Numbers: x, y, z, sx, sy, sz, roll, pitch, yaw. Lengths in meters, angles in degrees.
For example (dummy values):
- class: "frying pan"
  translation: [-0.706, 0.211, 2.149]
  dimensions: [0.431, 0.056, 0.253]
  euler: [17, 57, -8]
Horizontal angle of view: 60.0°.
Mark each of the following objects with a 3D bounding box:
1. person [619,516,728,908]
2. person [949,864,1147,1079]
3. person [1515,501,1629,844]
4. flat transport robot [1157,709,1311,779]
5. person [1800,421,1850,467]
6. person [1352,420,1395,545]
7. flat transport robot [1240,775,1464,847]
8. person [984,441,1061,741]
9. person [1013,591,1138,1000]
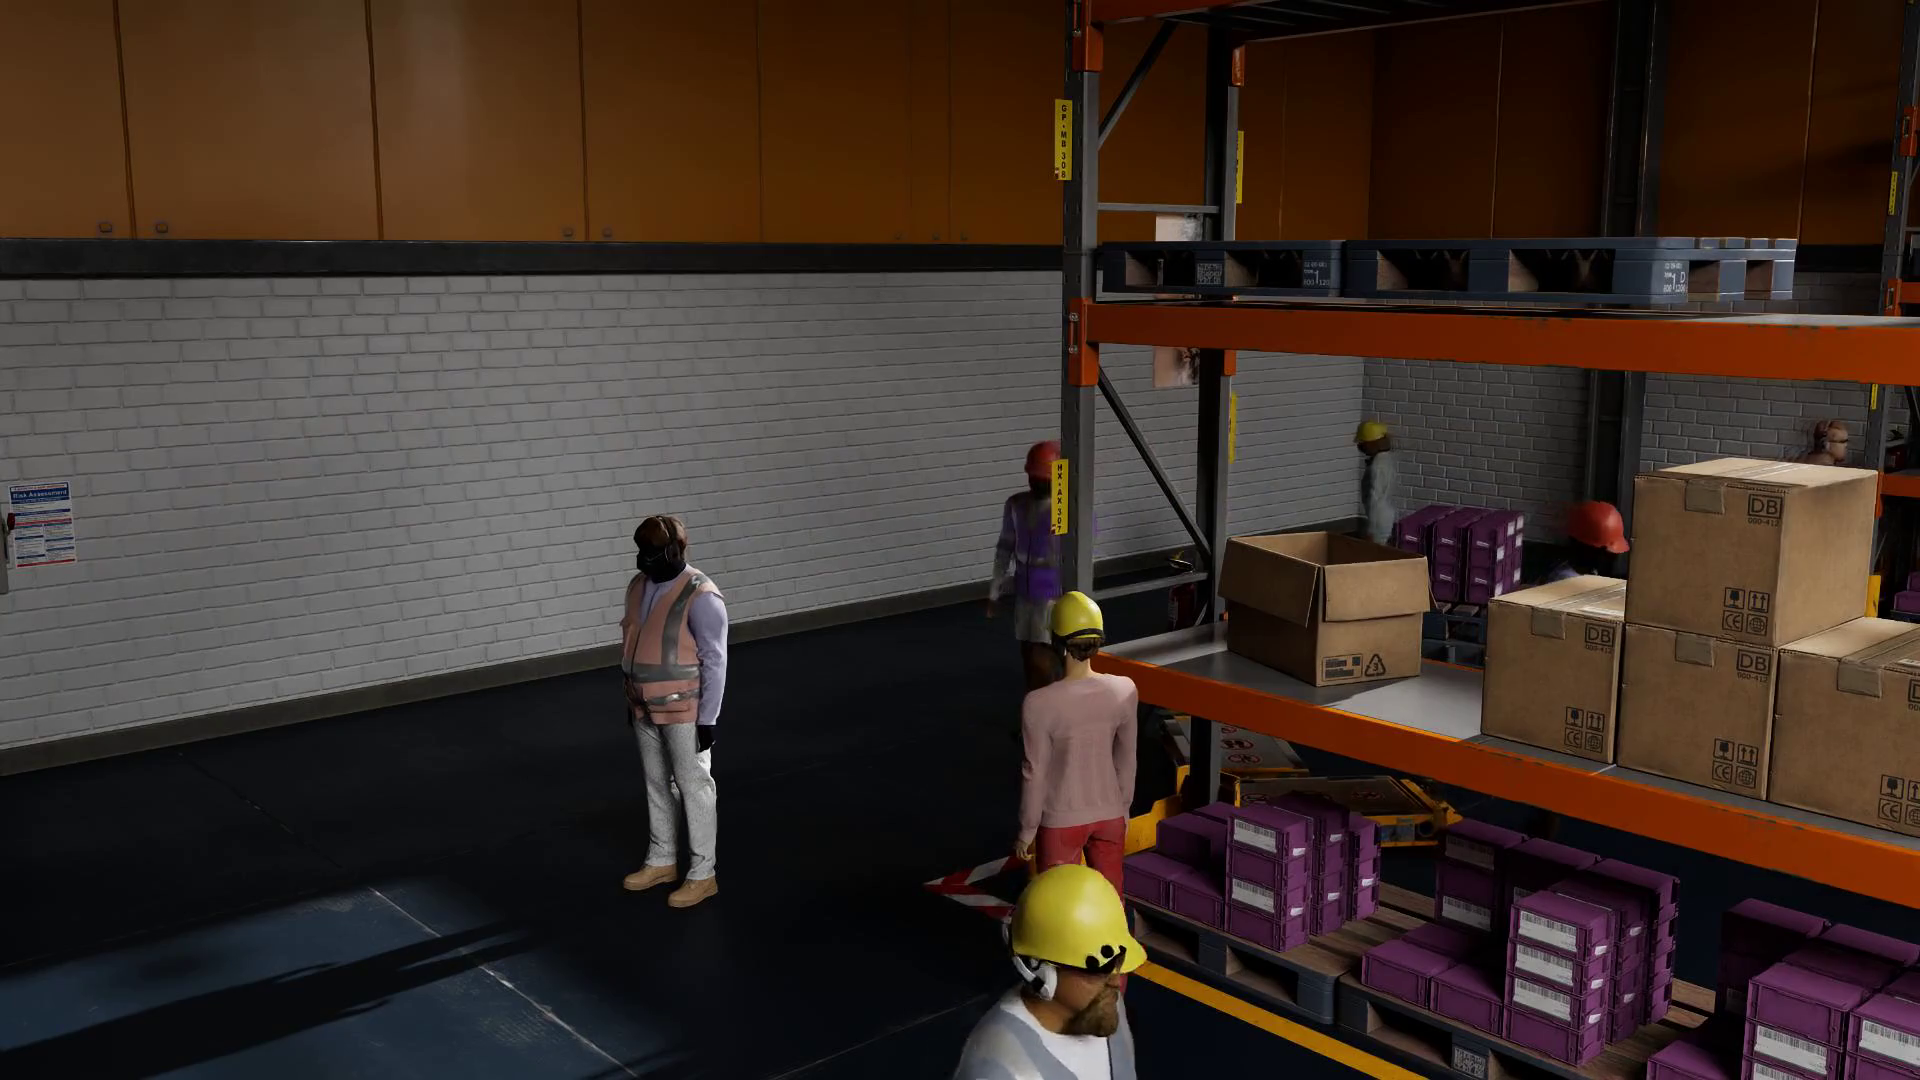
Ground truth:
- class: "person"
  translation: [-1.368, 0.794, 7.814]
  dimensions: [0.634, 1.841, 0.429]
  euler: [9, 13, 41]
- class: "person"
  translation: [0.278, 1.558, 3.480]
  dimensions: [0.867, 1.792, 0.620]
  euler: [7, 12, 34]
- class: "person"
  translation: [2.933, 0.743, 7.911]
  dimensions: [0.432, 1.906, 0.585]
  euler: [7, 12, 35]
- class: "flat transport robot"
  translation: [1.574, 1.257, 9.694]
  dimensions: [0.652, 0.197, 1.431]
  euler: [0, 10, -2]
- class: "person"
  translation: [6.184, 0.101, 11.778]
  dimensions: [0.666, 1.866, 0.899]
  euler: [-9, 13, -44]
- class: "person"
  translation: [3.472, -0.140, 13.694]
  dimensions: [0.509, 1.703, 0.518]
  euler: [3, 10, 19]
- class: "flat transport robot"
  translation: [1.911, 1.430, 8.683]
  dimensions: [1.431, 0.197, 0.652]
  euler: [-1, 10, -5]
- class: "person"
  translation: [0.473, 0.331, 10.329]
  dimensions: [0.609, 1.910, 0.429]
  euler: [8, 12, 38]
- class: "person"
  translation: [0.443, 1.072, 6.402]
  dimensions: [0.524, 1.770, 0.315]
  euler: [-5, 11, -28]
